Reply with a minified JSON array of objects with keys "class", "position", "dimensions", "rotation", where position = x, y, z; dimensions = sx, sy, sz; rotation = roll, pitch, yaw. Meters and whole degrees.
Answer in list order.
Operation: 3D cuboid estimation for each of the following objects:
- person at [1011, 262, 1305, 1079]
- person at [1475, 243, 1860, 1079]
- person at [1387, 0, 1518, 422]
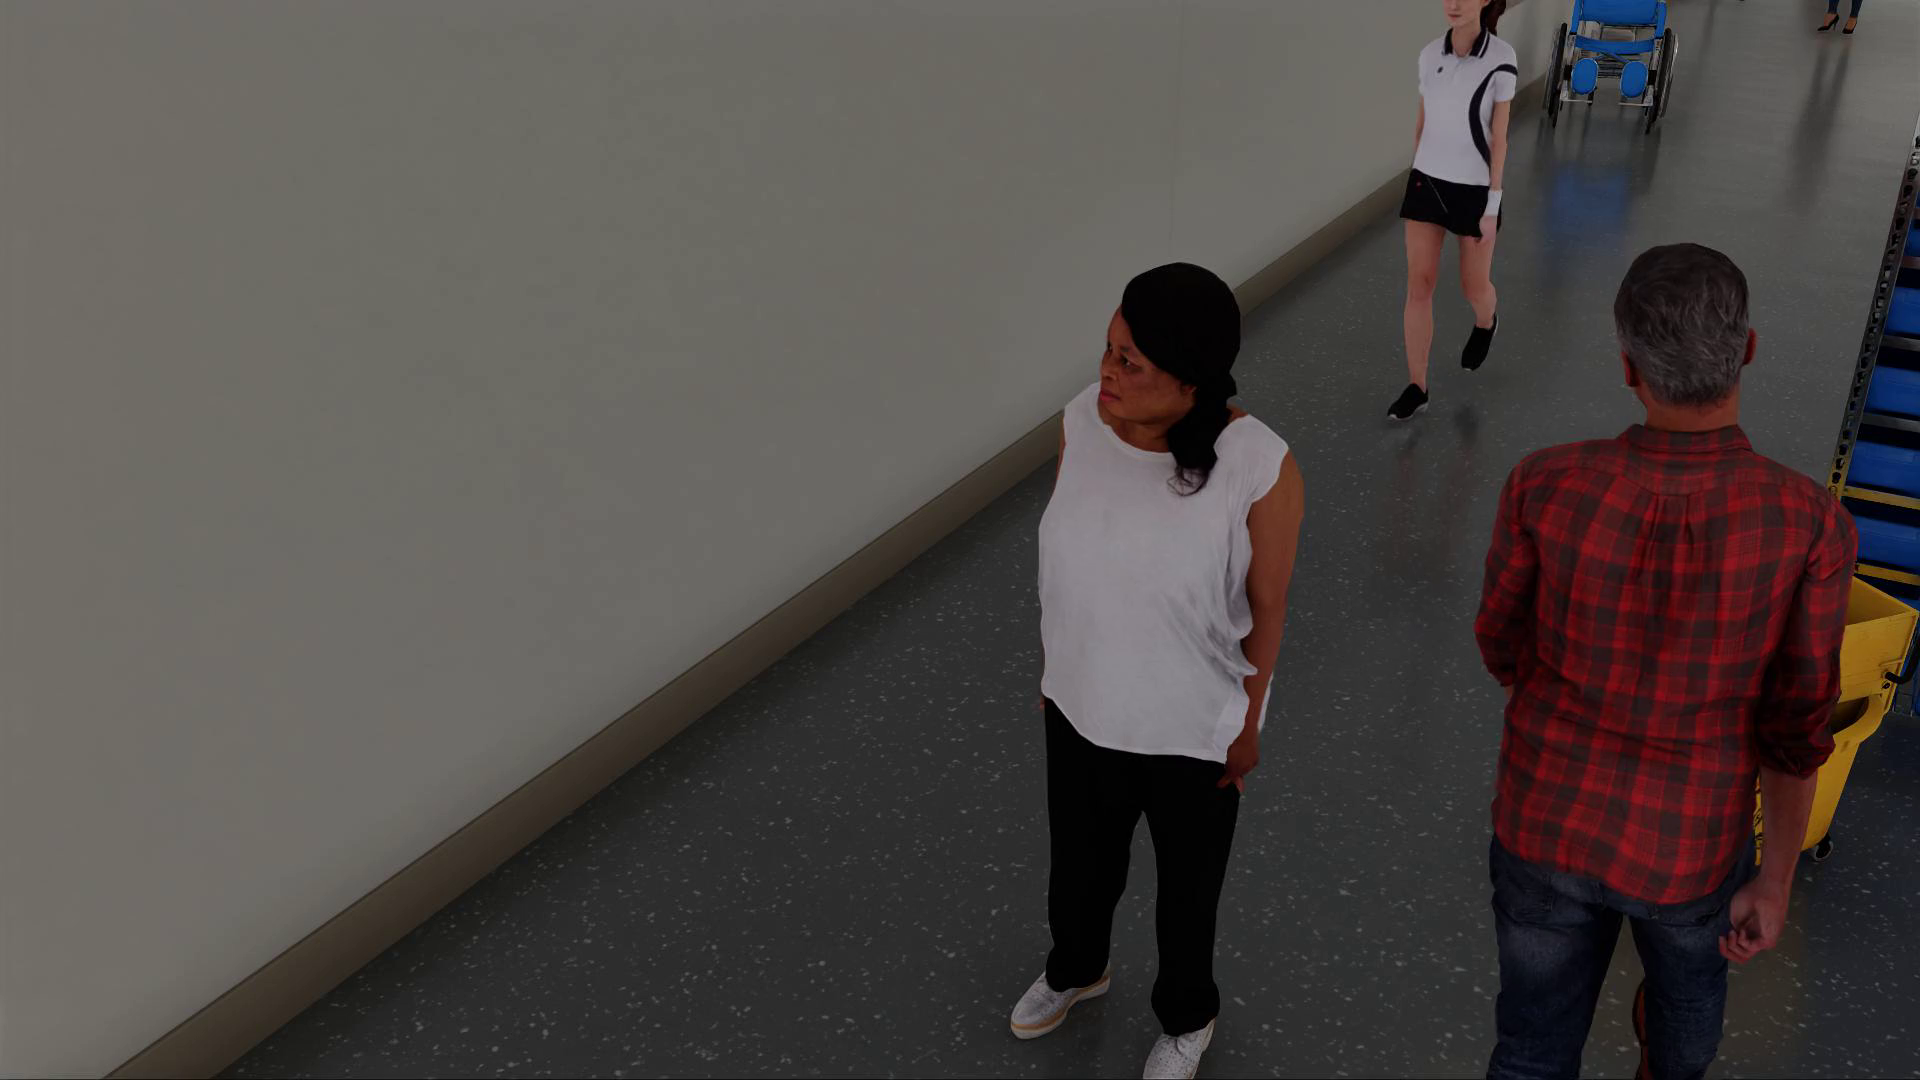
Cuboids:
[{"class":"person","position":[0.349,0.289,3.122],"dimensions":[0.601,1.686,0.752],"rotation":[20,32,35]},{"class":"person","position":[0.998,0.492,2.587],"dimensions":[1.141,1.784,0.830],"rotation":[13,29,25]},{"class":"person","position":[1.960,-1.335,6.443],"dimensions":[0.969,1.725,0.691],"rotation":[18,31,33]}]
